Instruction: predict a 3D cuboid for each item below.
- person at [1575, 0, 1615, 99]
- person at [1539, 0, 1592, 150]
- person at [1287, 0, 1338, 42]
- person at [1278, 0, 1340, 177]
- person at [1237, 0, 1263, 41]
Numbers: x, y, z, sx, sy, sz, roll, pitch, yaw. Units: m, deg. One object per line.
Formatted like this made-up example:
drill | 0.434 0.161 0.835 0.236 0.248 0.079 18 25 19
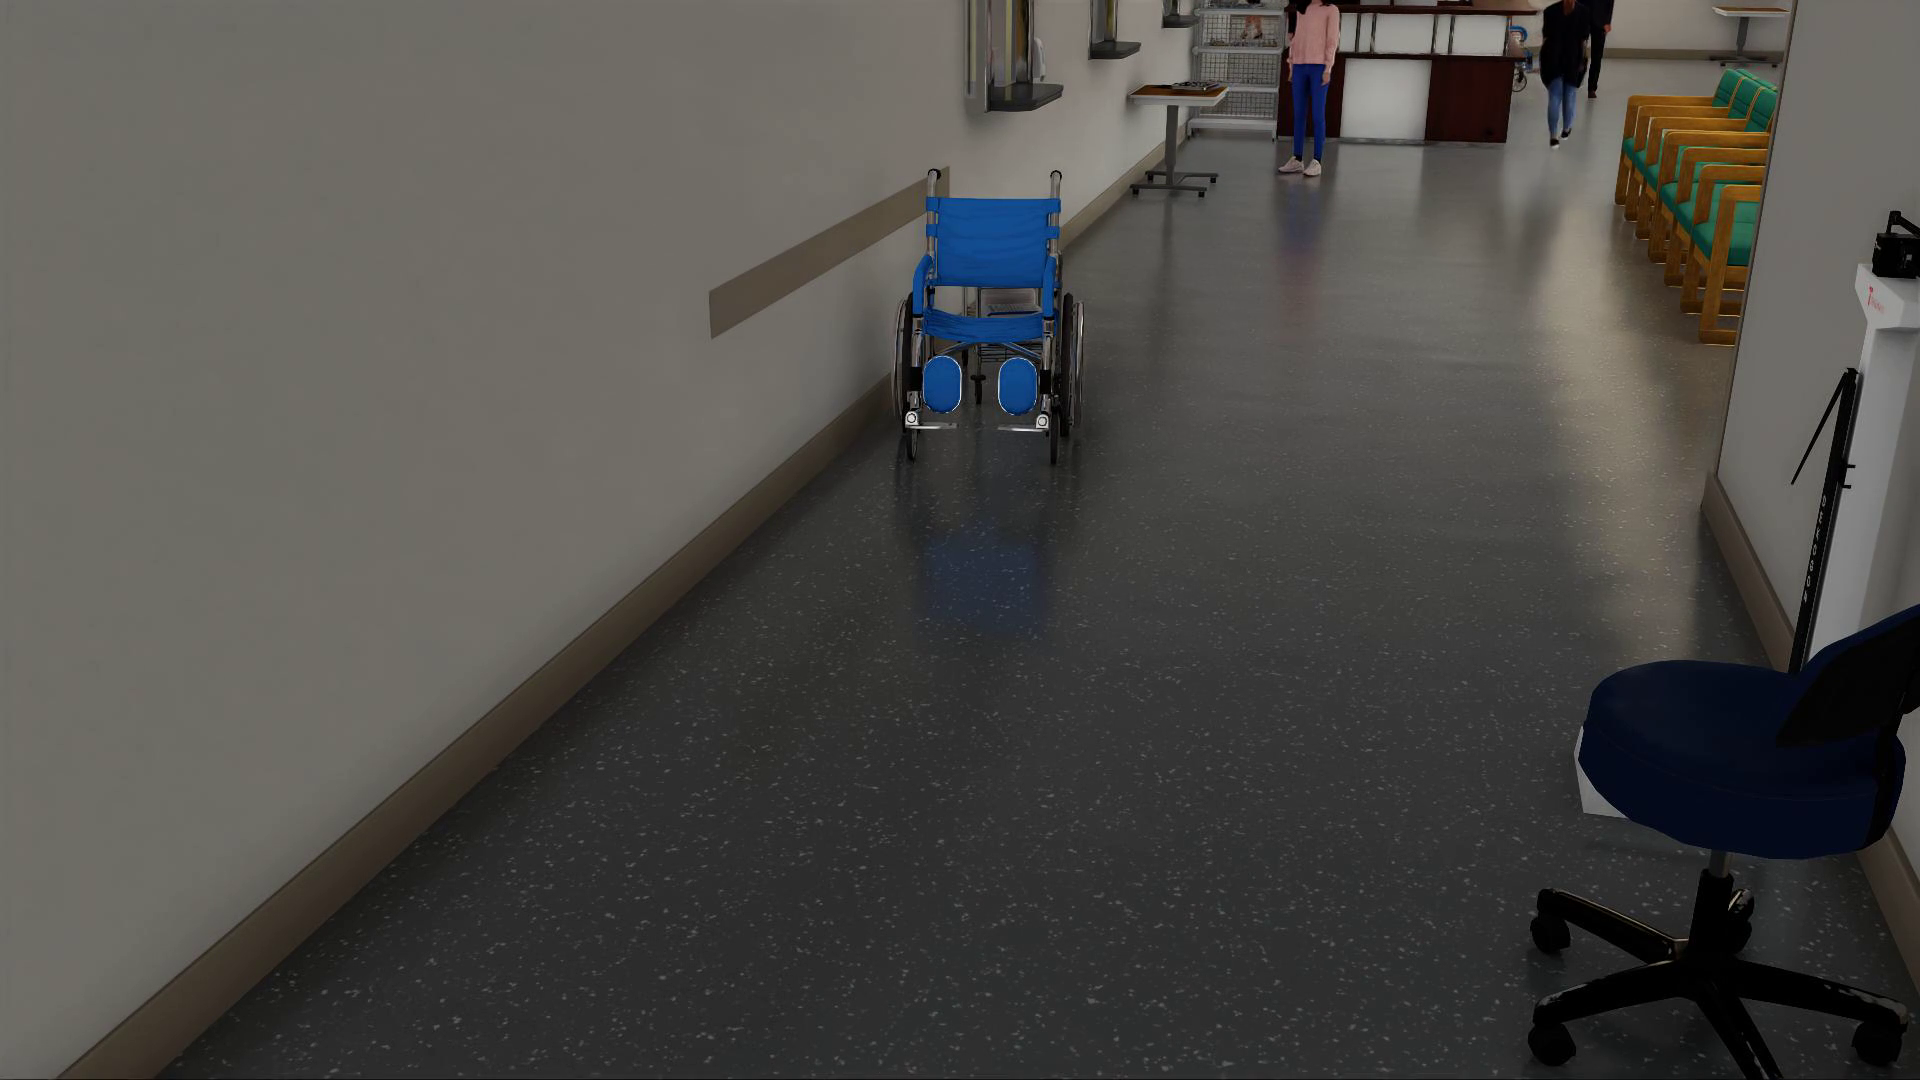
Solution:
person | 7.902 -6.492 20.799 0.561 1.867 0.739 9 22 22
person | 5.857 -4.634 16.201 0.999 1.649 0.756 9 22 21
person | 3.862 -5.567 18.275 0.634 1.925 0.818 0 21 1
person | 3.119 -4.143 14.736 0.790 1.769 0.686 -16 26 -37
person | 5.302 -9.800 29.875 1.152 1.626 1.096 19 28 40
